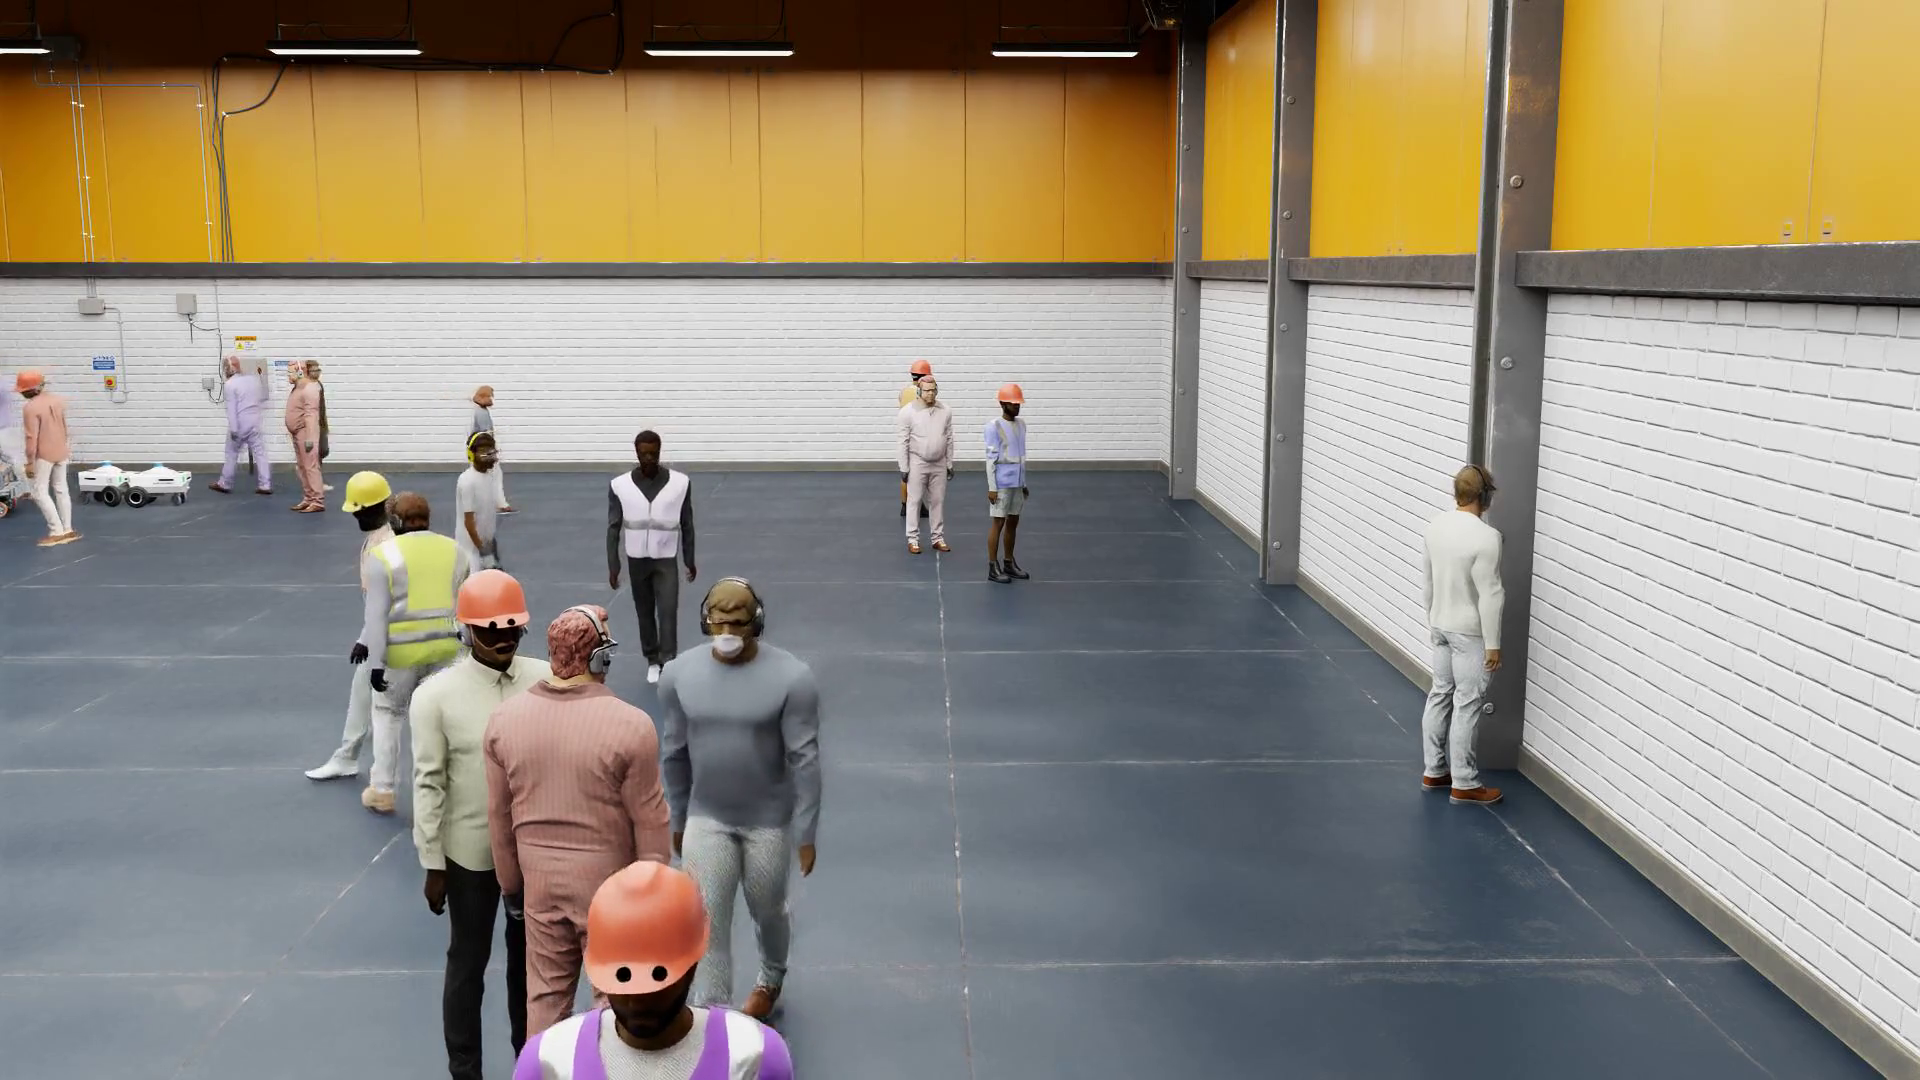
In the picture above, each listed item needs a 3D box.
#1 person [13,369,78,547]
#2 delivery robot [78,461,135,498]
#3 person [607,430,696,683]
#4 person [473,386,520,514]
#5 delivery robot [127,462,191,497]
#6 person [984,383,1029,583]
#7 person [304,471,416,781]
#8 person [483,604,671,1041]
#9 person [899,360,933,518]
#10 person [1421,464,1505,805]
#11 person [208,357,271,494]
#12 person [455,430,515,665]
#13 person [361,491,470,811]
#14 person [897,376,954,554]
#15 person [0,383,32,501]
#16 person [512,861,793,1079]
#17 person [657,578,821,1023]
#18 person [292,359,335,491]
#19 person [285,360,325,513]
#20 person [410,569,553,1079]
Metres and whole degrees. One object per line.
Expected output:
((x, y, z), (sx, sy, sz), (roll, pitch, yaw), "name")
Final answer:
((-10.024, -0.913, 18.350), (0.362, 1.950, 0.778), (2, 9, 11), "person")
((-10.989, -0.777, 21.445), (0.707, 0.478, 0.477), (3, 10, 16), "delivery robot")
((-2.209, 0.164, 11.901), (0.624, 1.874, 0.968), (-1, 9, -8), "person")
((-5.718, -1.069, 20.303), (0.740, 1.605, 0.500), (-2, 9, -10), "person")
((-10.259, -0.757, 21.325), (0.707, 0.478, 0.477), (-2, 9, -10), "delivery robot")
((0.485, -0.555, 16.144), (0.364, 1.935, 0.553), (8, 12, 40), "person")
((-3.365, 0.510, 9.845), (0.946, 1.864, 0.582), (-6, 11, -33), "person")
((-1.275, 1.163, 5.704), (0.652, 1.906, 0.402), (3, 10, 16), "person")
((-0.503, -1.233, 20.330), (0.383, 1.930, 0.541), (-9, 13, -43), "person")
((2.873, 0.532, 9.474), (0.358, 1.938, 0.636), (-3, 10, -18), "person")
((-9.728, -1.534, 22.392), (0.963, 1.847, 0.674), (4, 10, 21), "person")
((-3.604, 0.092, 12.509), (0.374, 1.841, 0.815), (1, 9, 9), "person")
((-3.057, 0.632, 9.272), (0.646, 1.805, 0.767), (-9, 13, -43), "person")
((-0.349, -0.800, 17.773), (0.644, 1.903, 0.401), (-5, 10, -27), "person")
((-12.654, -1.418, 21.584), (1.037, 1.882, 0.640), (-7, 12, -37), "person")
((-0.605, 1.560, 3.244), (0.553, 1.917, 0.589), (0, 9, 2), "person")
((-0.835, 1.061, 6.394), (0.636, 1.900, 0.903), (1, 9, 5), "person")
((-8.892, -1.565, 22.711), (0.603, 1.820, 0.521), (2, 10, 14), "person")
((-8.213, -1.289, 20.780), (0.403, 1.900, 0.646), (-7, 12, -37), "person")
((-1.635, 1.084, 5.921), (0.390, 1.991, 0.623), (8, 12, 41), "person")
